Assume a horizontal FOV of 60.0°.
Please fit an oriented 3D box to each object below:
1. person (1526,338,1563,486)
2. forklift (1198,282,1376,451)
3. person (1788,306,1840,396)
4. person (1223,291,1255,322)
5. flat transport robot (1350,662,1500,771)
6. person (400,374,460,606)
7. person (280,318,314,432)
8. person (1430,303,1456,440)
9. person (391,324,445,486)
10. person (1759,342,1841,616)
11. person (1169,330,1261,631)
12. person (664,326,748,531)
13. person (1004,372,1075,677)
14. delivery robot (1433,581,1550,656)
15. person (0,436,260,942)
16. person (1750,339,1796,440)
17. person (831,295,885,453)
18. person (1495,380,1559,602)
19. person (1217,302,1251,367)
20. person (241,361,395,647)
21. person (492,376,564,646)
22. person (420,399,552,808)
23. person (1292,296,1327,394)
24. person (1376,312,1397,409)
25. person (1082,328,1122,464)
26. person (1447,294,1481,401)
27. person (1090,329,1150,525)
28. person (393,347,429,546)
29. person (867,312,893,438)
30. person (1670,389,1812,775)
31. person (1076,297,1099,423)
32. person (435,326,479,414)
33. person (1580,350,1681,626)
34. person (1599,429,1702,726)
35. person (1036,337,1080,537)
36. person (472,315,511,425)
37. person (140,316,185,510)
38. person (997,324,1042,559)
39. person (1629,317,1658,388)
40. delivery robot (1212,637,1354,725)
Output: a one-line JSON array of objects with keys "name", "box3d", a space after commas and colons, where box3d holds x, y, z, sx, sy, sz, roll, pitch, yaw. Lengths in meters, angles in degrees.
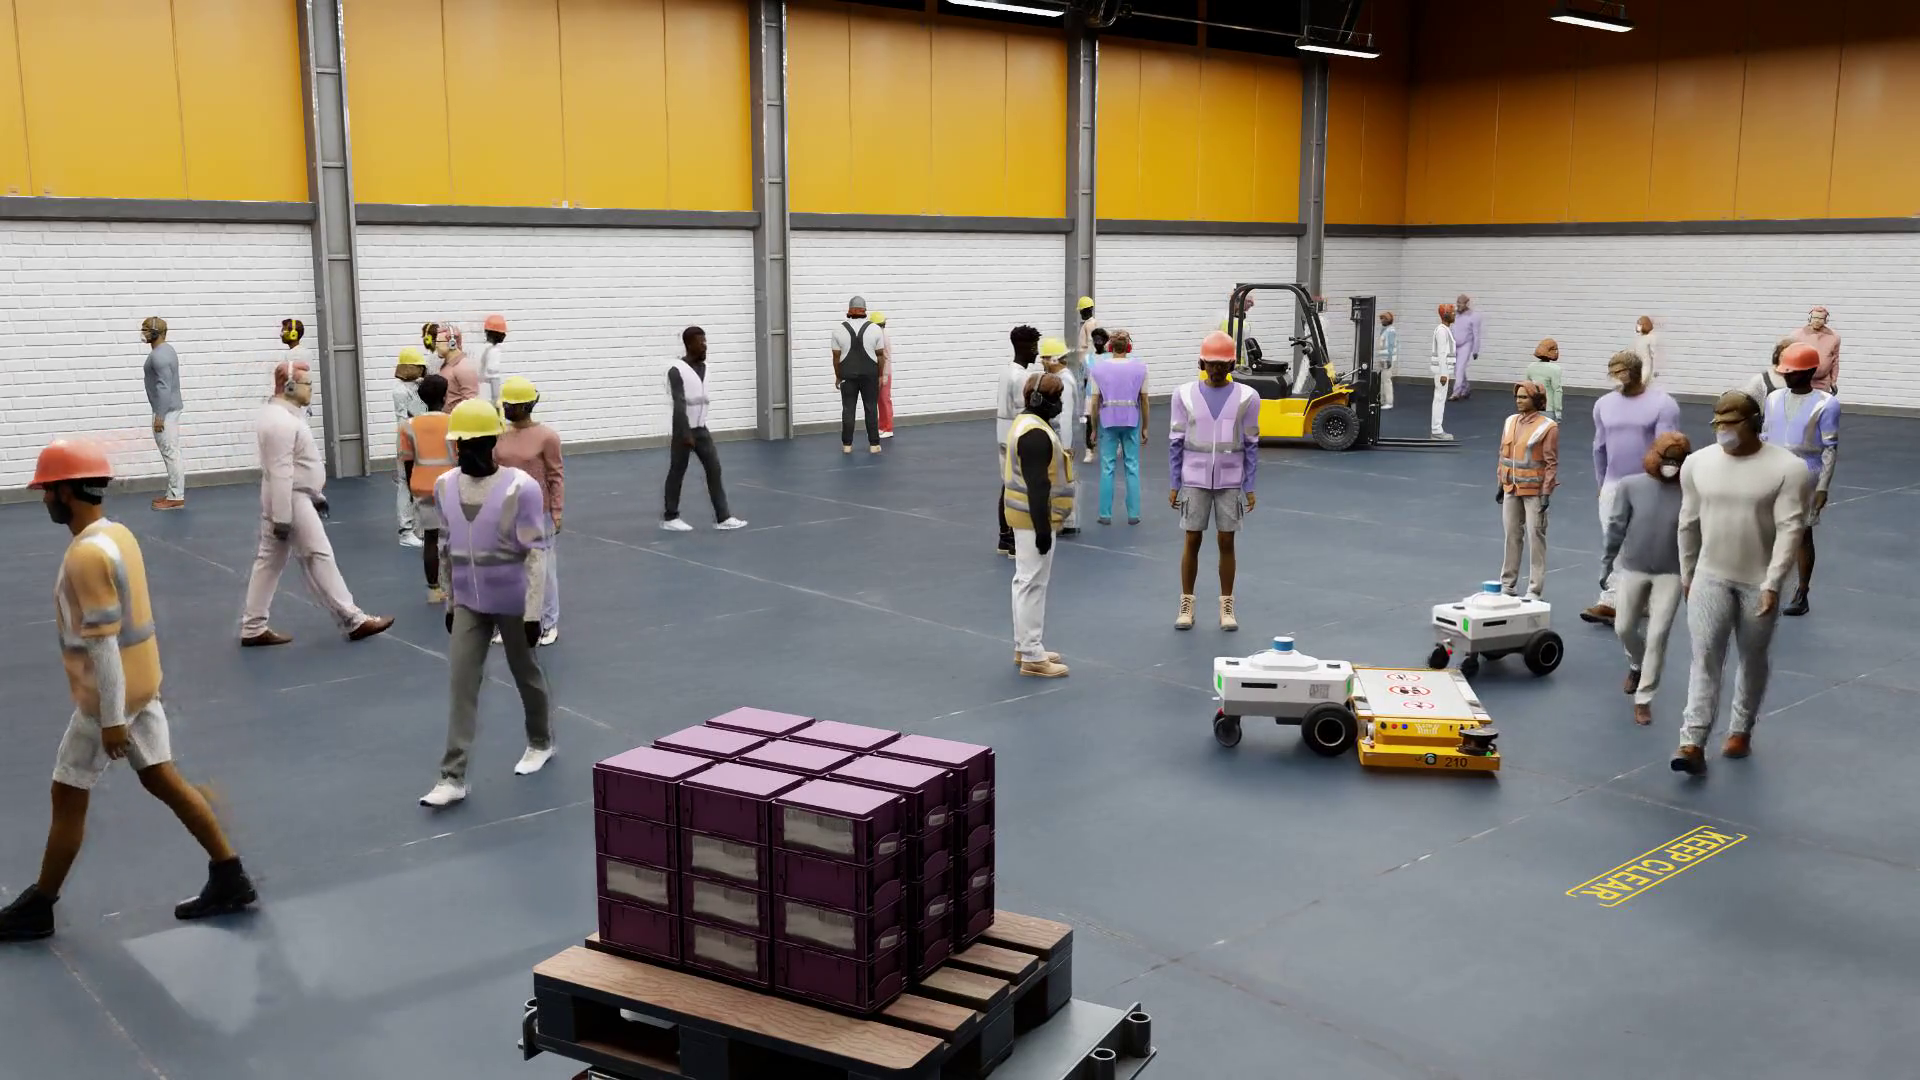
[{"name": "person", "box3d": [6.465, -1.415, 18.413, 0.281, 1.633, 0.500, -5, 11, -25]}, {"name": "forklift", "box3d": [4.328, -2.346, 22.227, 2.313, 2.155, 1.214, 3, 10, 16]}, {"name": "person", "box3d": [10.779, -1.995, 21.030, 0.638, 1.904, 0.402, 1, 10, 7]}, {"name": "person", "box3d": [4.339, -2.953, 26.419, 0.395, 1.996, 0.773, 9, 13, 42]}, {"name": "flat transport robot", "box3d": [2.395, 0.909, 8.794, 0.652, 0.197, 1.431, 1, 10, 8]}, {"name": "person", "box3d": [-3.771, -0.364, 12.097, 0.558, 1.684, 0.426, 1, 10, 3]}, {"name": "person", "box3d": [-7.084, -1.425, 17.779, 0.315, 1.871, 0.532, 0, 10, 0]}, {"name": "person", "box3d": [6.672, -2.313, 22.936, 0.347, 1.884, 0.584, 3, 10, 16]}, {"name": "person", "box3d": [-5.595, -1.390, 17.749, 1.012, 1.807, 0.504, 3, 10, 17]}, {"name": "person", "box3d": [5.890, -0.430, 11.781, 0.375, 1.930, 0.542, -7, 12, -35]}, {"name": "person", "box3d": [1.714, -0.395, 11.259, 0.607, 2.040, 0.378, 1, 10, 7]}, {"name": "person", "box3d": [-2.378, -0.999, 15.214, 0.904, 1.886, 0.586, 5, 11, 27]}, {"name": "person", "box3d": [0.482, -0.101, 10.125, 0.430, 1.840, 0.623, 0, 10, -1]}, {"name": "delivery robot", "box3d": [3.233, 0.493, 10.125, 0.707, 0.478, 0.477, -4, 11, -24]}, {"name": "person", "box3d": [-3.171, 0.552, 6.211, 1.007, 1.880, 0.572, -2, 10, -14]}, {"name": "person", "box3d": [7.241, -0.880, 14.750, 0.526, 1.820, 0.832, 1, 10, 3]}, {"name": "person", "box3d": [-1.308, -2.147, 21.507, 0.681, 2.000, 0.538, 0, 10, 1]}, {"name": "person", "box3d": [4.126, -0.348, 12.142, 0.311, 1.642, 0.514, -5, 11, -27]}, {"name": "person", "box3d": [4.182, -2.680, 25.224, 0.430, 1.841, 0.624, -7, 12, -36]}, {"name": "person", "box3d": [-4.258, -0.232, 10.823, 0.969, 1.854, 0.655, -5, 11, -27]}, {"name": "person", "box3d": [-2.831, -0.184, 10.833, 0.525, 1.765, 0.329, 3, 10, 15]}, {"name": "person", "box3d": [-2.224, 0.271, 7.840, 0.604, 1.871, 0.980, 3, 10, 15]}, {"name": "person", "box3d": [6.010, -3.254, 28.550, 0.987, 1.839, 0.597, -4, 10, -21]}, {"name": "person", "box3d": [7.072, -2.981, 27.622, 0.348, 1.612, 0.601, -1, 10, -7]}, {"name": "person", "box3d": [1.764, -1.794, 20.536, 0.532, 1.668, 0.804, 4, 11, 24]}, {"name": "person", "box3d": [8.839, -3.389, 29.271, 0.911, 1.876, 0.637, -8, 12, -38]}, {"name": "person", "box3d": [1.498, -1.052, 15.665, 0.567, 1.847, 0.389, 0, 10, -1]}, {"name": "person", "box3d": [-4.787, -0.822, 14.622, 0.315, 1.742, 0.492, 1, 10, 3]}, {"name": "person", "box3d": [-1.119, -2.299, 23.229, 0.337, 1.759, 0.525, -4, 10, -20]}, {"name": "person", "box3d": [3.765, 0.214, 8.138, 0.621, 1.875, 1.020, 8, 12, 38]}, {"name": "person", "box3d": [1.943, -2.734, 25.306, 0.381, 1.917, 0.584, 1, 10, 6]}, {"name": "person", "box3d": [-4.587, -0.983, 15.084, 0.407, 1.906, 0.654, -6, 12, -33]}, {"name": "person", "box3d": [4.605, -0.356, 11.484, 0.622, 1.873, 0.931, 8, 12, 38]}, {"name": "person", "box3d": [3.822, 0.177, 9.139, 0.534, 1.612, 0.558, 6, 11, 30]}, {"name": "person", "box3d": [0.810, -0.913, 14.939, 0.566, 1.807, 0.600, 1, 10, 6]}, {"name": "person", "box3d": [-5.435, -1.624, 18.983, 1.071, 1.870, 0.553, -6, 12, -33]}, {"name": "person", "box3d": [-7.983, -1.268, 16.661, 0.373, 1.940, 0.628, -4, 10, -21]}, {"name": "person", "box3d": [0.497, -0.826, 13.997, 0.367, 1.963, 0.609, -2, 10, -14]}, {"name": "person", "box3d": [10.449, -2.633, 25.635, 0.803, 1.598, 0.513, -1, 10, -8]}, {"name": "delivery robot", "box3d": [1.671, 0.747, 8.638, 0.707, 0.478, 0.477, 1, 10, 8]}]
